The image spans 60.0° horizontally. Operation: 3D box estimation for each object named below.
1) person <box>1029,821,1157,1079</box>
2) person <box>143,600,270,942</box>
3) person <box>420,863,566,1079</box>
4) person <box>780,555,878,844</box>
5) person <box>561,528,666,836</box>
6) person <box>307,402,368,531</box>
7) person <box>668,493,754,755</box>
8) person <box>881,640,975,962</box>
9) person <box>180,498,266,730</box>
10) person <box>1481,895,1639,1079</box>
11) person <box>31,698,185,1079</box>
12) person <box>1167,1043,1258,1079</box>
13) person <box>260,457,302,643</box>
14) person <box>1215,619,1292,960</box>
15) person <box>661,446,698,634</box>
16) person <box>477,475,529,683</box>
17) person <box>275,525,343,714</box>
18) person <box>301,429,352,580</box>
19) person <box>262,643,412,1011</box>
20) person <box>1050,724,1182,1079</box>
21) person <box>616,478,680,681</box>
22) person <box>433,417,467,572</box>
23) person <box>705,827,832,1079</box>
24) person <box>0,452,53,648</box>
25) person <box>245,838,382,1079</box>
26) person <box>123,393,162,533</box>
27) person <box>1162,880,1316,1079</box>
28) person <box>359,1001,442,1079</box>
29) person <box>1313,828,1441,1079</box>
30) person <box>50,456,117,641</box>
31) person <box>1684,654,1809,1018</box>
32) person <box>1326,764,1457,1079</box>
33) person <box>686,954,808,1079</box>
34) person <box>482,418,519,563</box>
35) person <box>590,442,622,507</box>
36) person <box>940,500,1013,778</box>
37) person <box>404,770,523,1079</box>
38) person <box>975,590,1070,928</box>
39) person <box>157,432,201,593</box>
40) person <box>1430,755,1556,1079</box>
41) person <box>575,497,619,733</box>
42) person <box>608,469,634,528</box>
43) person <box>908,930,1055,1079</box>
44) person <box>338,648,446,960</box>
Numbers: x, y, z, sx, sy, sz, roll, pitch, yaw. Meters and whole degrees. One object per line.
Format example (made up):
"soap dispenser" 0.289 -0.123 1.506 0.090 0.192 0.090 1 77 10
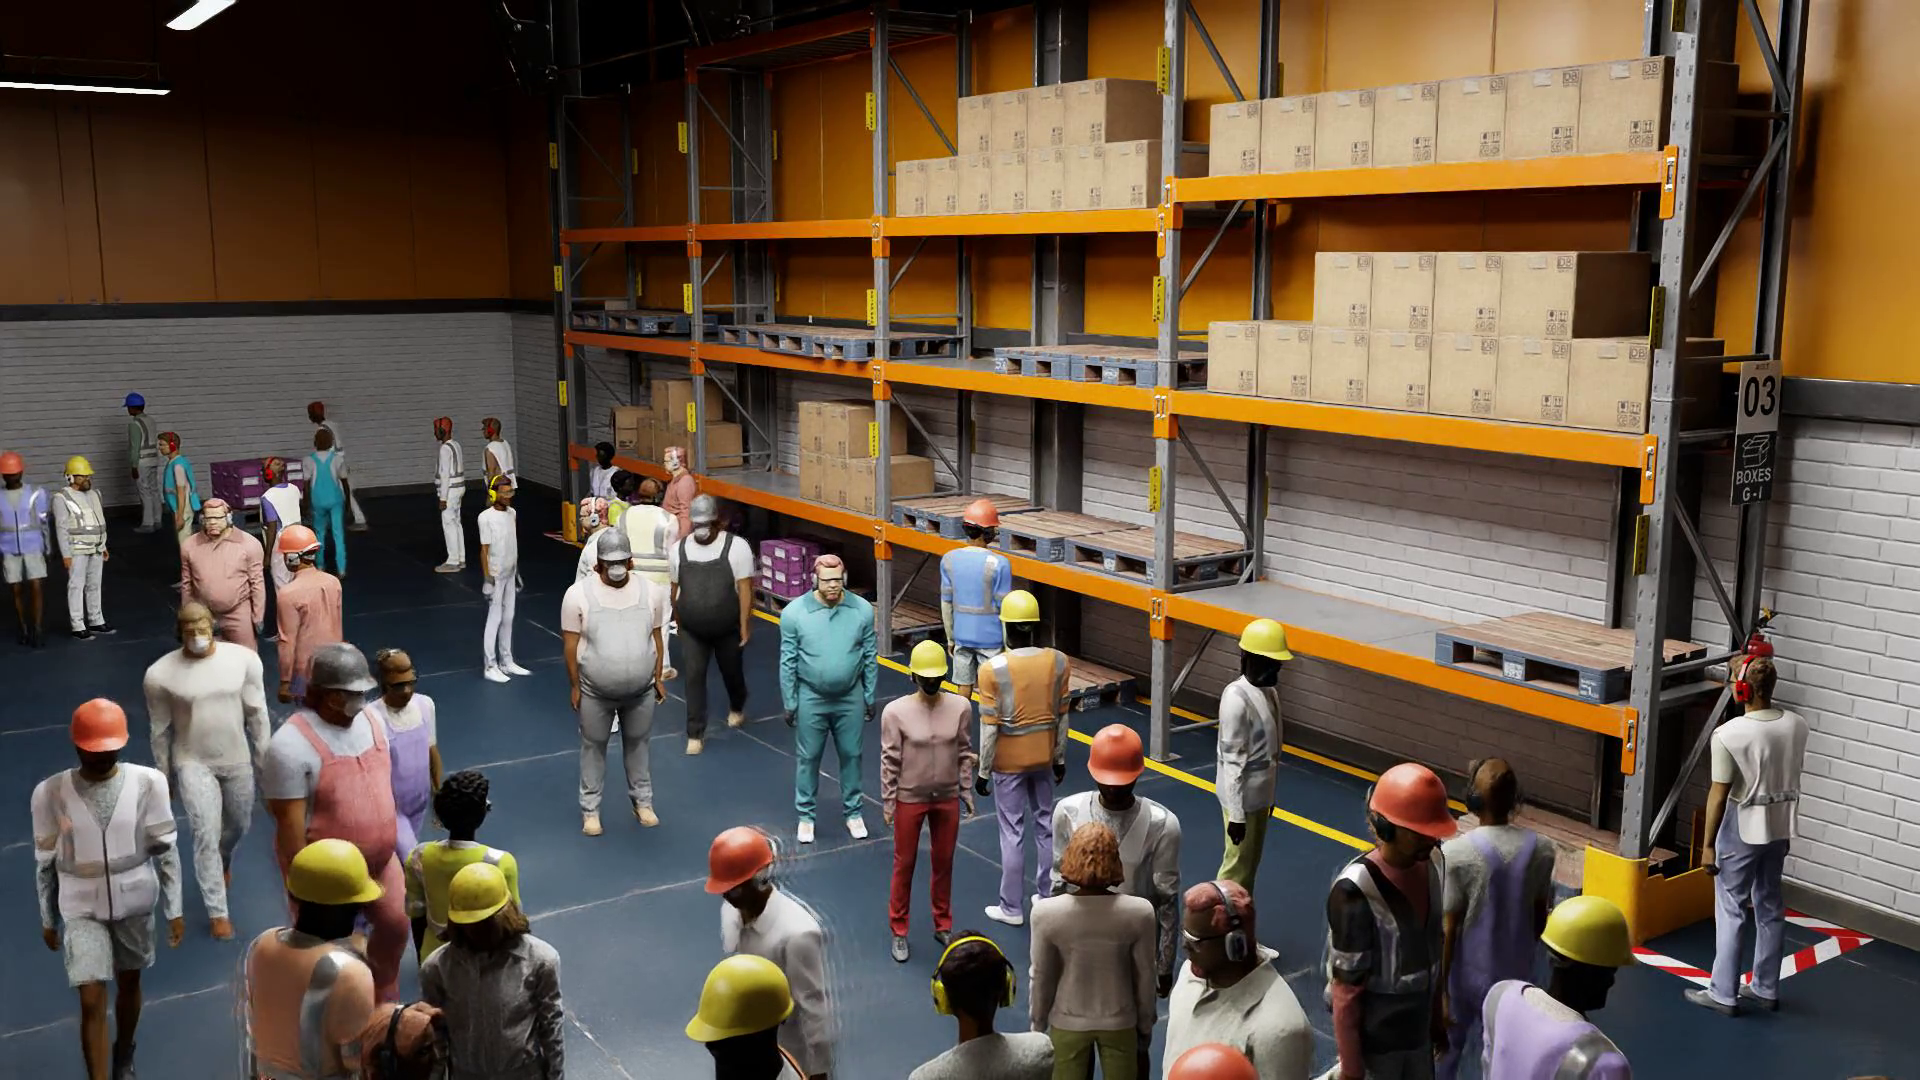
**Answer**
"person" 0.515 1.893 6.496 0.499 1.634 0.280 0 10 -1
"person" -4.290 1.249 9.499 0.628 1.906 0.866 -7 12 -35
"person" -1.635 1.955 5.859 0.489 1.733 0.356 -1 10 -4
"person" -0.841 1.027 10.820 0.650 1.899 0.399 -2 10 -14
"person" -2.255 0.924 10.993 0.673 2.000 0.536 -5 11 -25
"person" -8.716 -1.004 22.978 1.018 1.824 0.591 -2 10 -10
"person" -1.938 0.579 13.018 0.682 2.000 0.950 0 10 1
"person" -0.167 1.401 9.000 0.533 1.767 0.327 -4 10 -21
"person" -5.886 0.605 13.307 0.641 1.900 0.398 -1 10 -8
"person" 1.818 1.999 5.070 0.394 1.913 0.591 -4 10 -21
"person" -3.695 1.629 7.258 0.562 1.895 0.927 -5 11 -29
"person" 0.569 2.149 3.937 0.614 1.993 0.395 2 10 9
"person" -6.685 0.095 16.424 0.388 1.847 0.564 1 10 7
"person" 1.554 1.354 8.810 0.382 1.923 0.593 5 11 26
"person" -2.841 -0.002 16.829 0.401 1.904 0.651 -2 10 -11
"person" -4.118 0.334 14.966 0.310 1.868 0.533 3 10 20
"person" -4.463 0.883 11.411 0.408 1.987 0.614 2 10 14
"person" -7.477 -0.424 19.669 0.530 1.791 0.926 -3 10 -20
"person" -2.907 1.461 7.841 0.560 2.000 0.701 6 11 30
"person" 0.630 1.685 6.878 0.550 1.925 0.389 3 10 17
"person" -2.771 0.358 14.951 0.619 1.835 0.433 3 10 16
"person" -6.184 -0.554 20.157 0.359 1.877 0.589 -1 10 -3
"person" -0.663 1.887 6.273 0.566 1.724 0.612 -8 13 -39
"person" -9.138 0.112 16.145 0.558 1.913 0.762 -4 10 -22
"person" -2.131 1.921 5.539 0.653 1.902 0.450 7 12 34
"person" -11.280 -1.061 22.959 0.412 1.939 0.596 0 10 -3
"person" 0.817 1.981 5.227 0.402 1.896 0.652 -4 10 -22
"person" -1.650 2.157 4.941 0.315 1.636 0.514 -5 11 -26
"person" 1.739 1.829 6.923 0.522 1.610 0.440 -6 11 -30
"person" -8.721 0.077 16.574 0.404 1.832 0.600 2 10 12
"person" 3.954 1.485 8.307 0.562 1.836 0.396 -3 10 -20
"person" 1.580 1.780 6.027 0.613 2.028 0.409 -9 13 -42
"person" -0.554 2.067 4.660 0.393 1.919 0.582 -4 11 -25
"person" -5.664 -0.588 20.491 0.402 1.833 0.563 1 10 8
"person" -4.049 -0.297 19.194 0.536 1.691 0.319 6 11 32
"person" 0.151 0.720 12.187 0.607 2.044 0.374 6 11 32
"person" -2.038 1.790 6.916 0.533 1.697 0.322 3 10 17
"person" 0.345 1.239 9.481 0.591 1.926 0.387 -5 11 -28
"person" -8.859 -0.322 18.933 0.386 1.834 0.561 -6 11 -32
"person" 2.135 1.749 6.838 0.514 1.805 0.884 -1 10 -5
"person" -2.878 0.598 13.329 0.399 1.900 0.645 1 10 3
"person" -3.365 0.138 16.617 0.317 1.695 0.540 0 10 0
"person" 0.049 2.054 4.883 0.516 1.865 0.325 -6 12 -33
"person" -3.021 1.424 8.824 0.917 1.796 0.536 5 11 26
